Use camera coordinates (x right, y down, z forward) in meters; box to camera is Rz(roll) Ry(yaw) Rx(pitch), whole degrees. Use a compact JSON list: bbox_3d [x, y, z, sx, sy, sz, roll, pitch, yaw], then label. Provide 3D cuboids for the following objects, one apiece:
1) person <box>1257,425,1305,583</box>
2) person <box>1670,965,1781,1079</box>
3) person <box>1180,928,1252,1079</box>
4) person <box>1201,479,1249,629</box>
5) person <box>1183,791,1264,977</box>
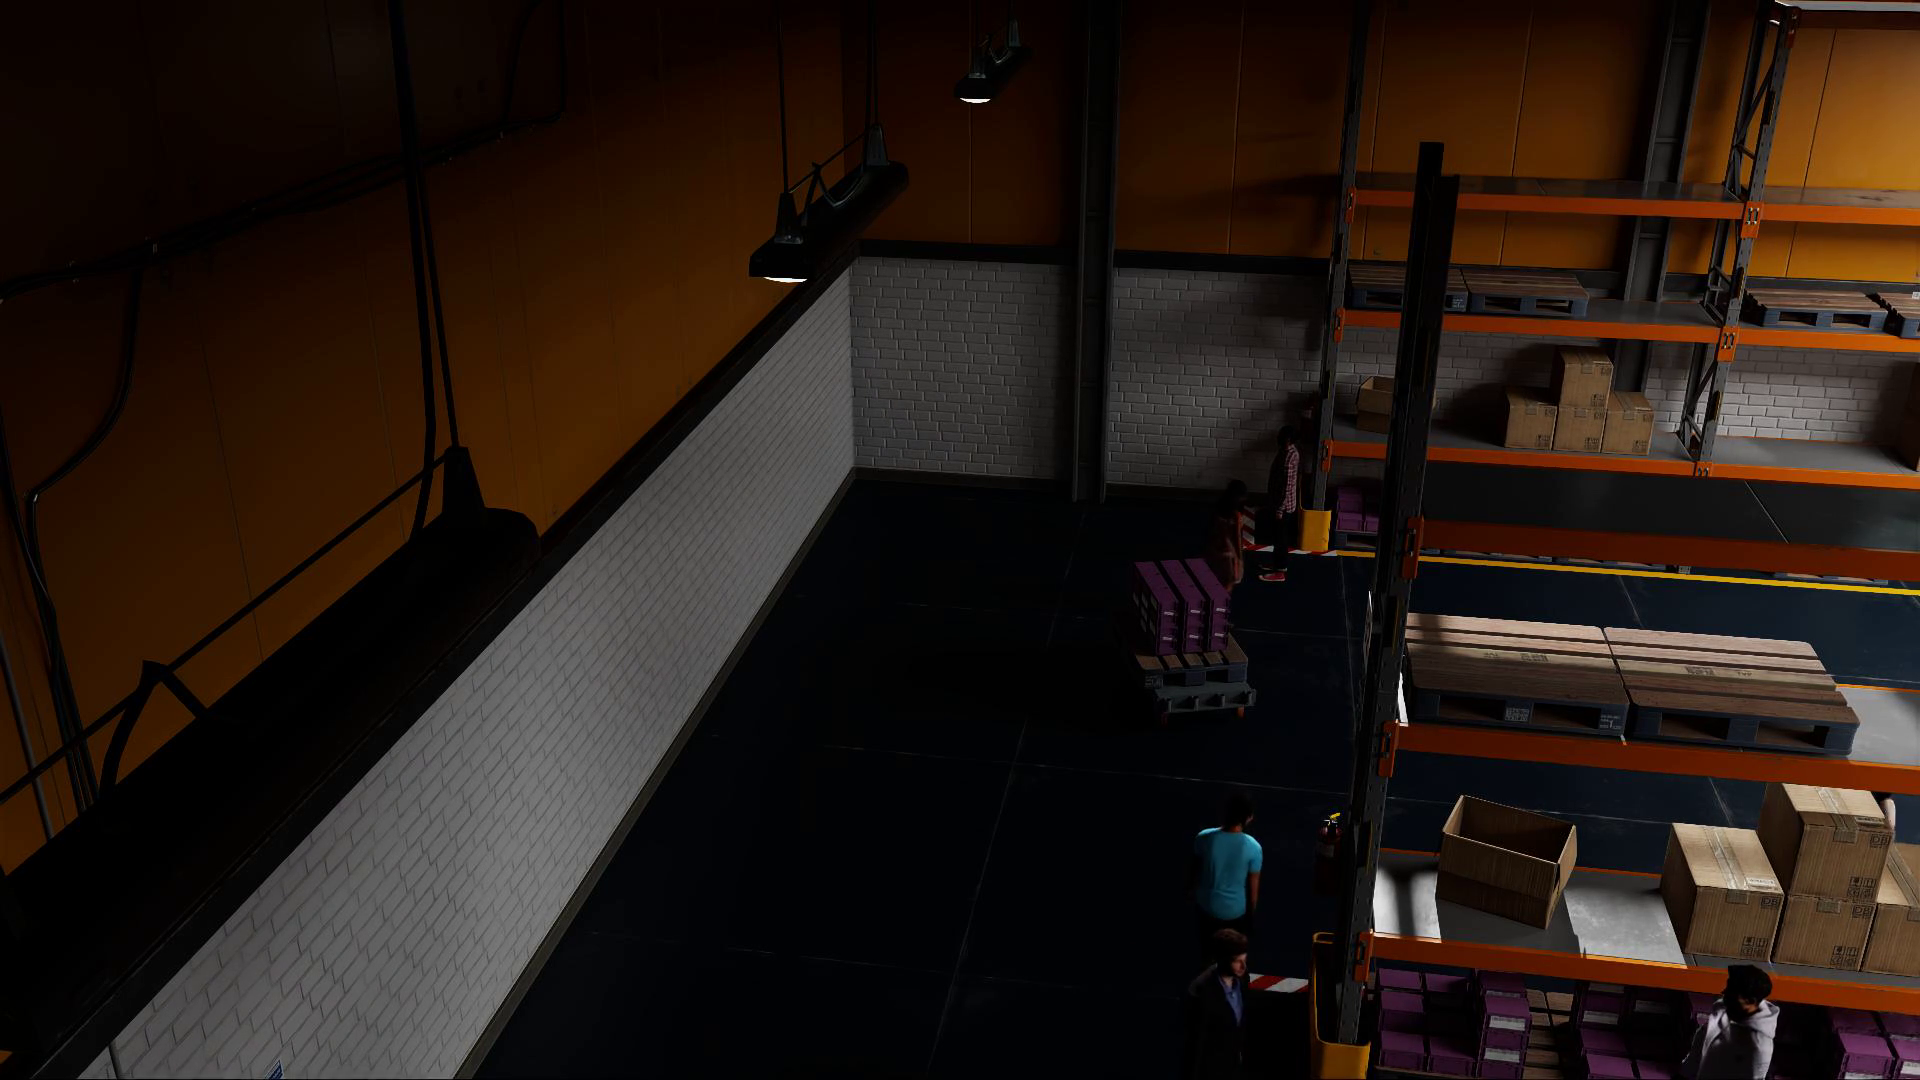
[{"bbox_3d":[3.470,-0.418,17.962,0.590,1.761,0.680,4,24,8],"label":"person"},{"bbox_3d":[4.434,3.211,9.472,0.648,1.913,0.696,2,24,6],"label":"person"},{"bbox_3d":[1.441,3.050,9.890,1.095,1.873,0.983,20,31,38],"label":"person"},{"bbox_3d":[2.613,0.108,16.933,0.862,1.622,0.815,-21,31,-39],"label":"person"},{"bbox_3d":[1.761,2.540,11.204,0.677,1.754,0.733,4,24,9],"label":"person"}]
